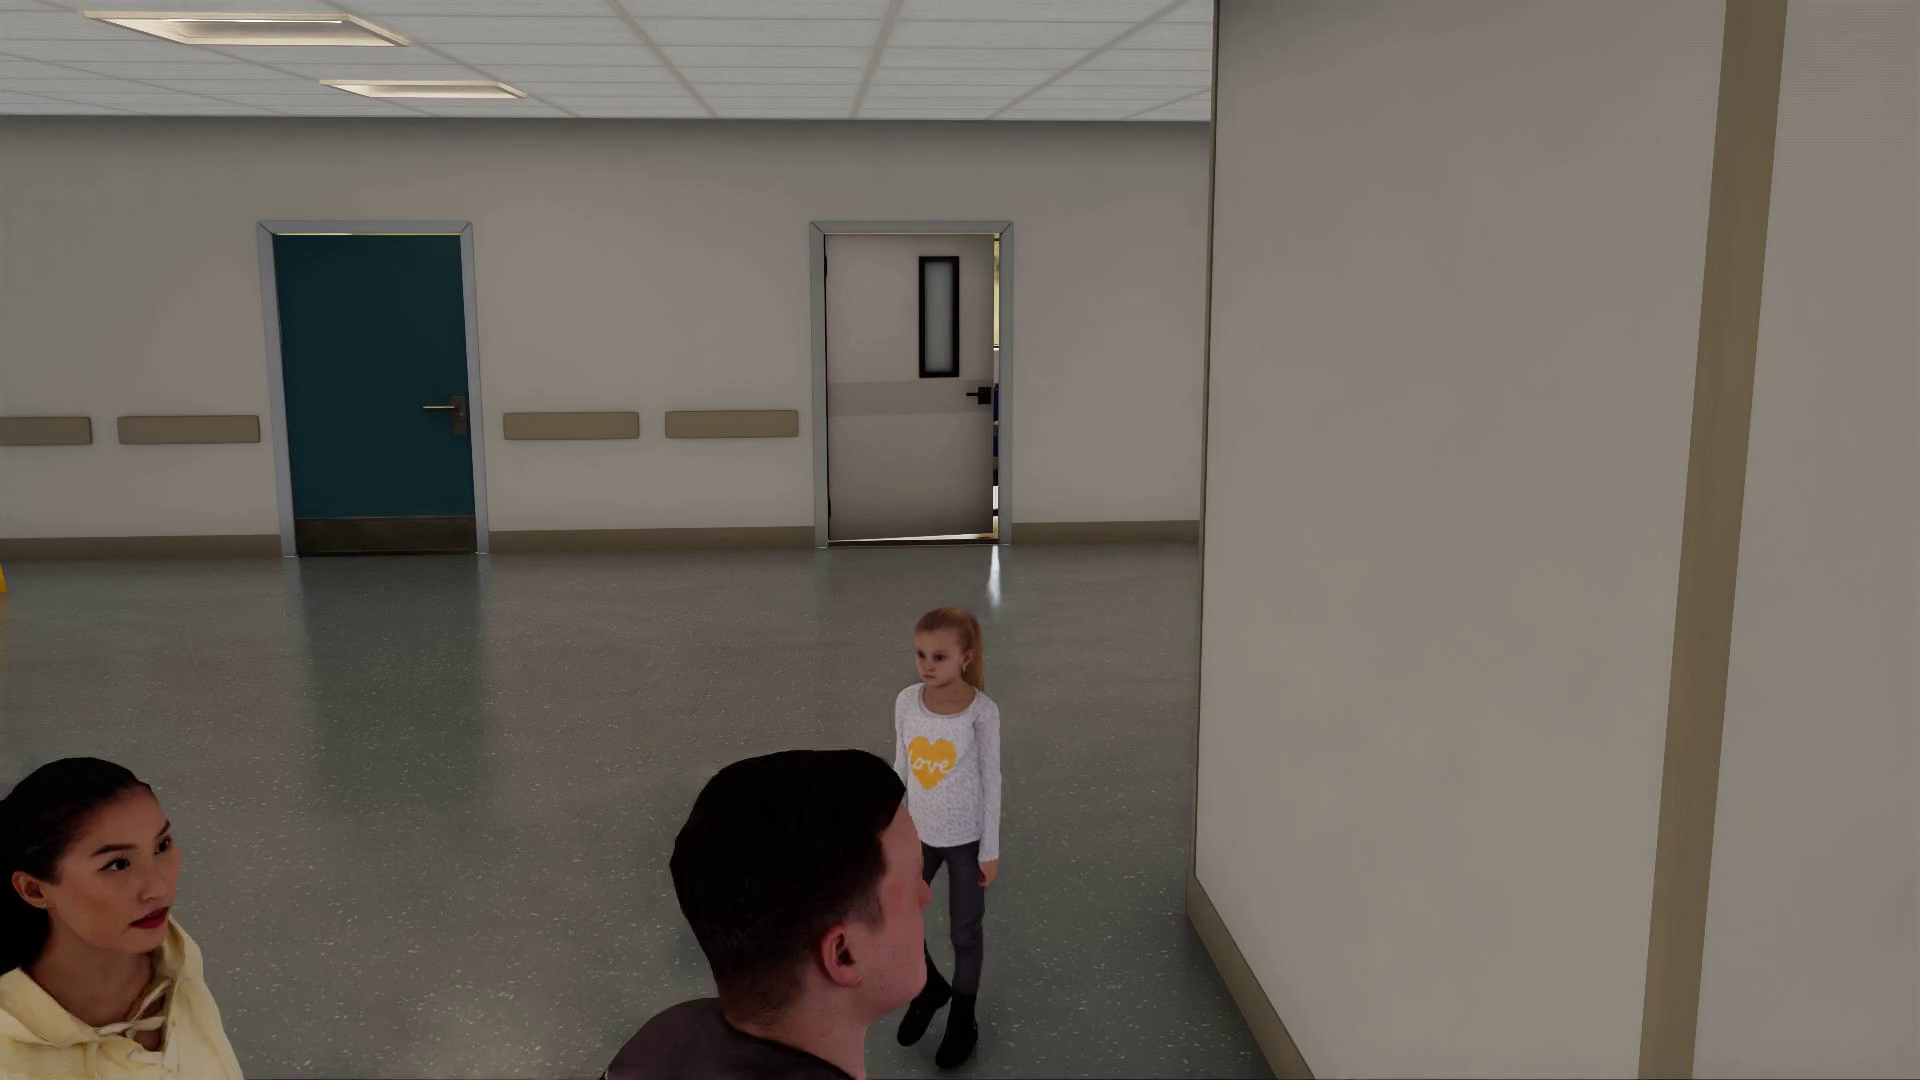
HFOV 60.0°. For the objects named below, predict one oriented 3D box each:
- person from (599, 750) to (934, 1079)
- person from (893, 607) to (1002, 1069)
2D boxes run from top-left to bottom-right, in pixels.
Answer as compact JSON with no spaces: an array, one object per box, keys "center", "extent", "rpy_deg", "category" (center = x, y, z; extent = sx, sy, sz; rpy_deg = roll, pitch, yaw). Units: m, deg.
[{"center":[-0.241,1.116,1.503],"extent":[1.197,1.807,0.960],"rpy_deg":[-5,12,-23],"category":"person"},{"center":[-0.009,0.798,4.614],"extent":[0.556,1.271,0.636],"rpy_deg":[4,12,21],"category":"person"}]
